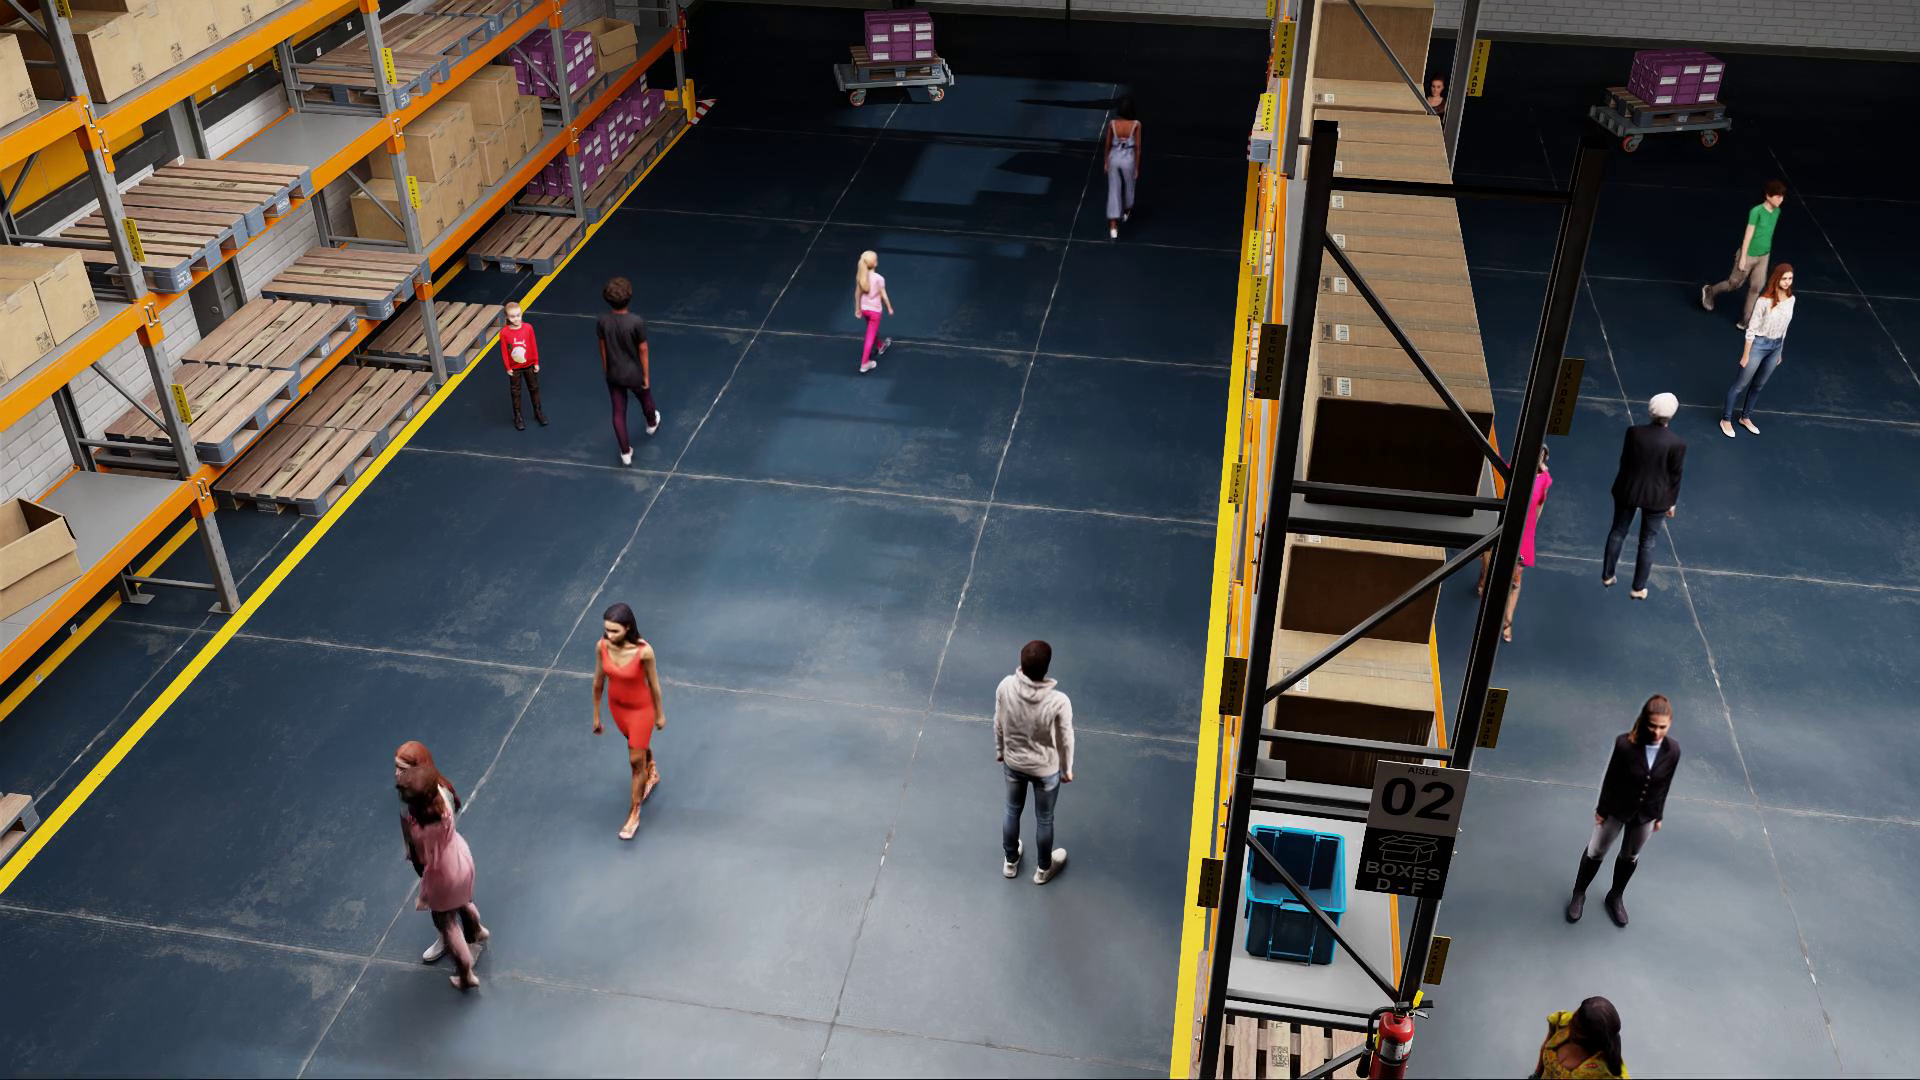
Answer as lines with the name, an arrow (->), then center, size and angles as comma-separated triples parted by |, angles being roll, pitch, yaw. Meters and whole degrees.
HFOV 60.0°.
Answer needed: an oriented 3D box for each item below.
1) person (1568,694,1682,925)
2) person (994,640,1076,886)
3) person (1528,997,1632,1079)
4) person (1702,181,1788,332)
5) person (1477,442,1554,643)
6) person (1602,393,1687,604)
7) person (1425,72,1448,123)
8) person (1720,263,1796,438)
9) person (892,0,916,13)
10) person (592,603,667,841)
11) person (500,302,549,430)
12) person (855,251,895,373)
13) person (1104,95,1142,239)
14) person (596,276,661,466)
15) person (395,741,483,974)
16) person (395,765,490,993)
person -> 4.180, 1.702, 10.386 | 0.554, 1.729, 0.515 | 5, 34, 8
person -> 0.451, 1.425, 10.692 | 0.711, 1.851, 0.622 | 11, 35, 16
person -> 3.143, 2.942, 8.582 | 1.057, 1.659, 0.955 | -14, 36, -20
person -> 8.317, -3.037, 17.605 | 0.885, 1.629, 1.096 | -11, 35, -16
person -> 4.326, -0.105, 13.146 | 0.600, 1.682, 1.047 | 4, 34, 6
person -> 5.214, -0.327, 12.589 | 0.817, 1.782, 0.751 | 25, 41, 32
person -> 5.711, -4.875, 20.330 | 0.561, 1.674, 0.542 | 5, 34, 8
person -> 7.550, -1.799, 15.653 | 0.646, 1.728, 0.619 | -7, 34, -10
person -> -0.894, -8.545, 25.697 | 0.745, 1.843, 0.766 | 25, 41, 33
person -> -2.191, 1.106, 11.314 | 0.695, 1.693, 0.981 | 11, 35, 15
person -> -4.191, -1.682, 15.882 | 0.567, 1.280, 0.615 | -16, 37, -23
person -> -0.929, -2.299, 16.839 | 0.711, 1.248, 0.904 | 22, 39, 29
person -> 1.897, -4.360, 19.574 | 0.610, 1.654, 1.112 | 5, 34, 7
person -> -3.075, -1.509, 15.200 | 0.772, 1.746, 1.087 | -2, 34, -3
person -> -3.168, 1.900, 10.074 | 0.639, 1.743, 0.637 | 16, 37, 23
person -> -3.031, 1.995, 9.904 | 0.813, 1.773, 0.706 | -6, 34, -8
